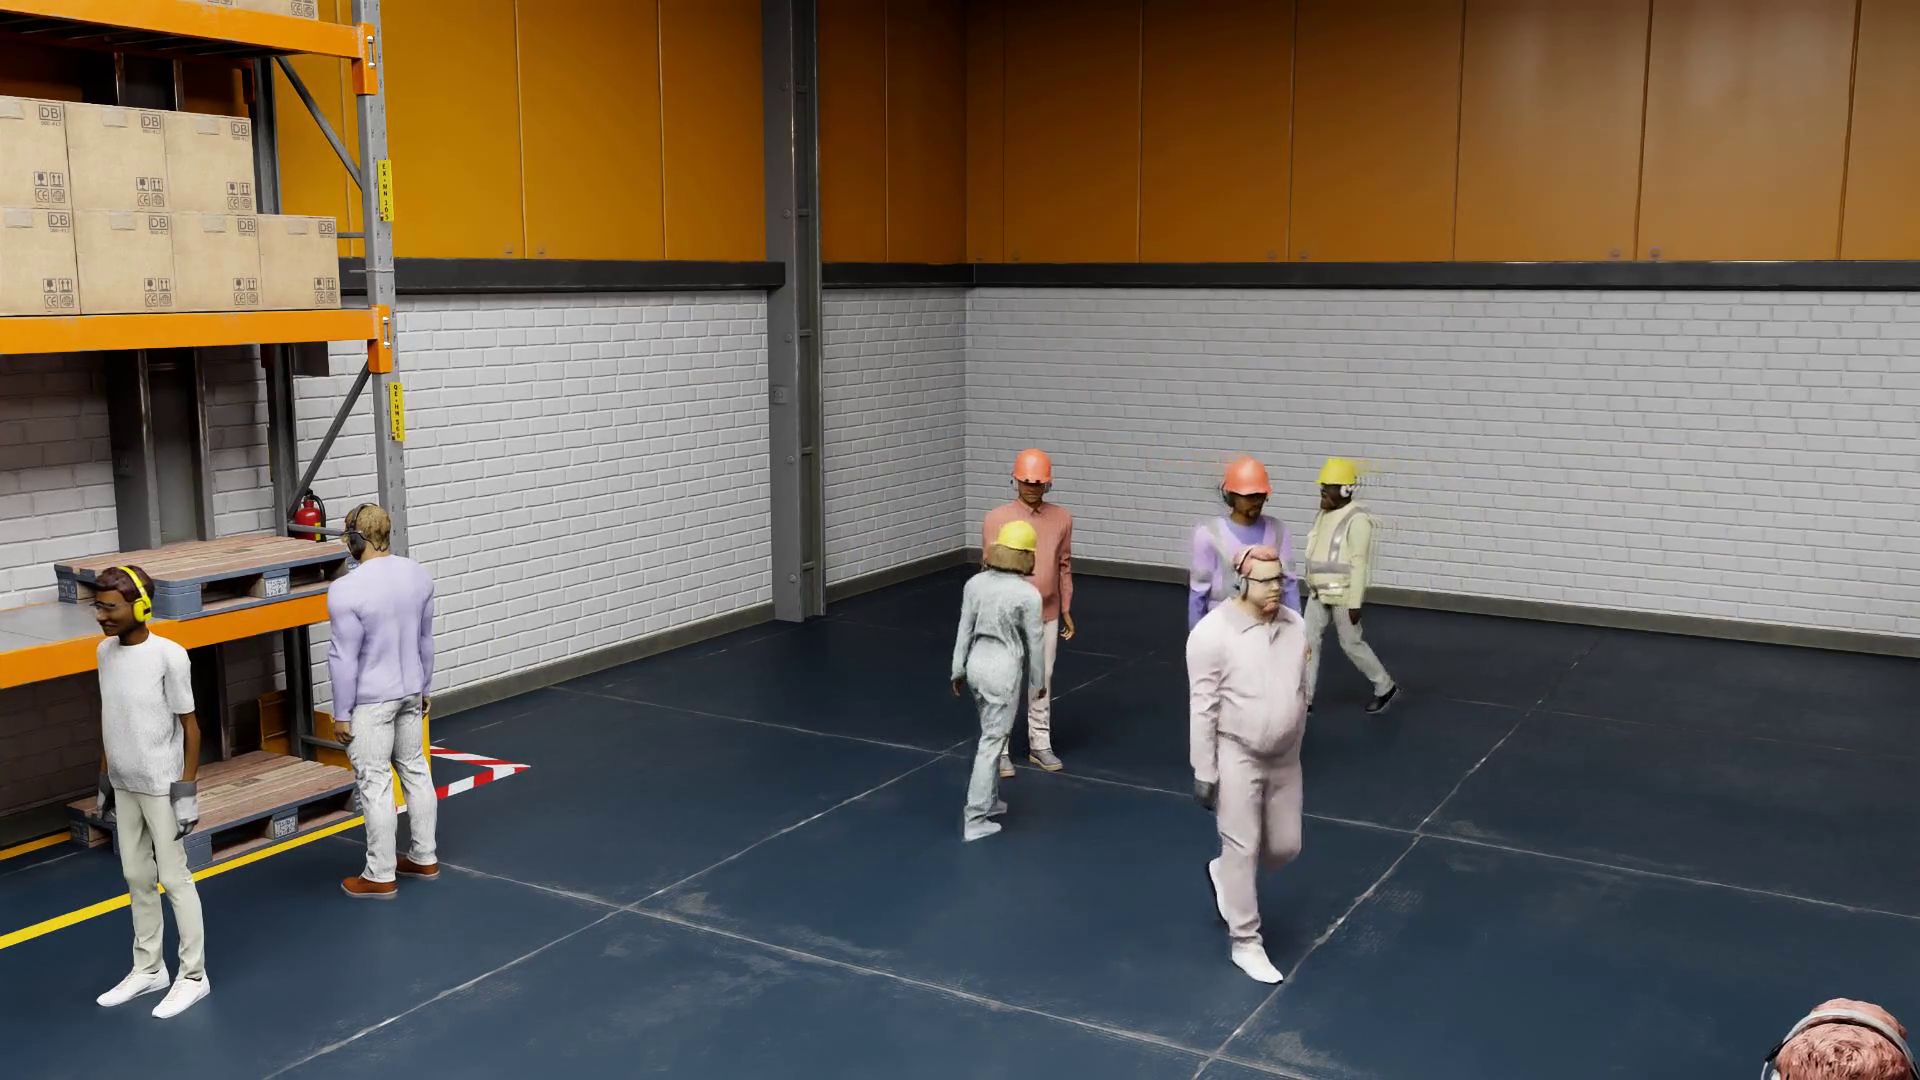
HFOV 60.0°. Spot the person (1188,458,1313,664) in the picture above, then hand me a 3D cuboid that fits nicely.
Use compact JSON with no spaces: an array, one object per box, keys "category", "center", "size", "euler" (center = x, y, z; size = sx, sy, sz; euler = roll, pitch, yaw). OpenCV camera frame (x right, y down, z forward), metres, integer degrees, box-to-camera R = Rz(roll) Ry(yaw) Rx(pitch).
[{"category":"person","center":[1.657,0.527,9.465],"size":[0.637,1.986,1.032],"euler":[-4,10,-23]}]

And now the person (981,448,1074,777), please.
[{"category":"person","center":[0.419,0.434,10.060],"size":[0.616,1.990,0.393],"euler":[-4,10,-23]}]

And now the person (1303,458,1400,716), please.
[{"category":"person","center":[2.605,0.330,11.307],"size":[0.871,1.800,0.601],"euler":[-3,10,-17]}]

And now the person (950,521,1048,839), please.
[{"category":"person","center":[0.245,0.745,8.989],"size":[0.501,1.709,0.655],"euler":[8,12,42]}]

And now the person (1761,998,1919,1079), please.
[{"category":"person","center":[1.374,1.665,2.691],"size":[0.636,1.899,0.402],"euler":[8,12,40]}]

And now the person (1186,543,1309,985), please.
[{"category":"person","center":[1.242,0.935,7.262],"size":[0.649,1.889,0.616],"euler":[-5,10,-28]}]

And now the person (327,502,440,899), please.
[{"category":"person","center":[-2.811,0.776,8.122],"size":[0.356,1.931,0.630],"euler":[4,10,25]}]

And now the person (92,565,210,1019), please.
[{"category":"person","center":[-3.338,1.020,6.804],"size":[0.534,1.865,0.311],"euler":[4,10,23]}]
